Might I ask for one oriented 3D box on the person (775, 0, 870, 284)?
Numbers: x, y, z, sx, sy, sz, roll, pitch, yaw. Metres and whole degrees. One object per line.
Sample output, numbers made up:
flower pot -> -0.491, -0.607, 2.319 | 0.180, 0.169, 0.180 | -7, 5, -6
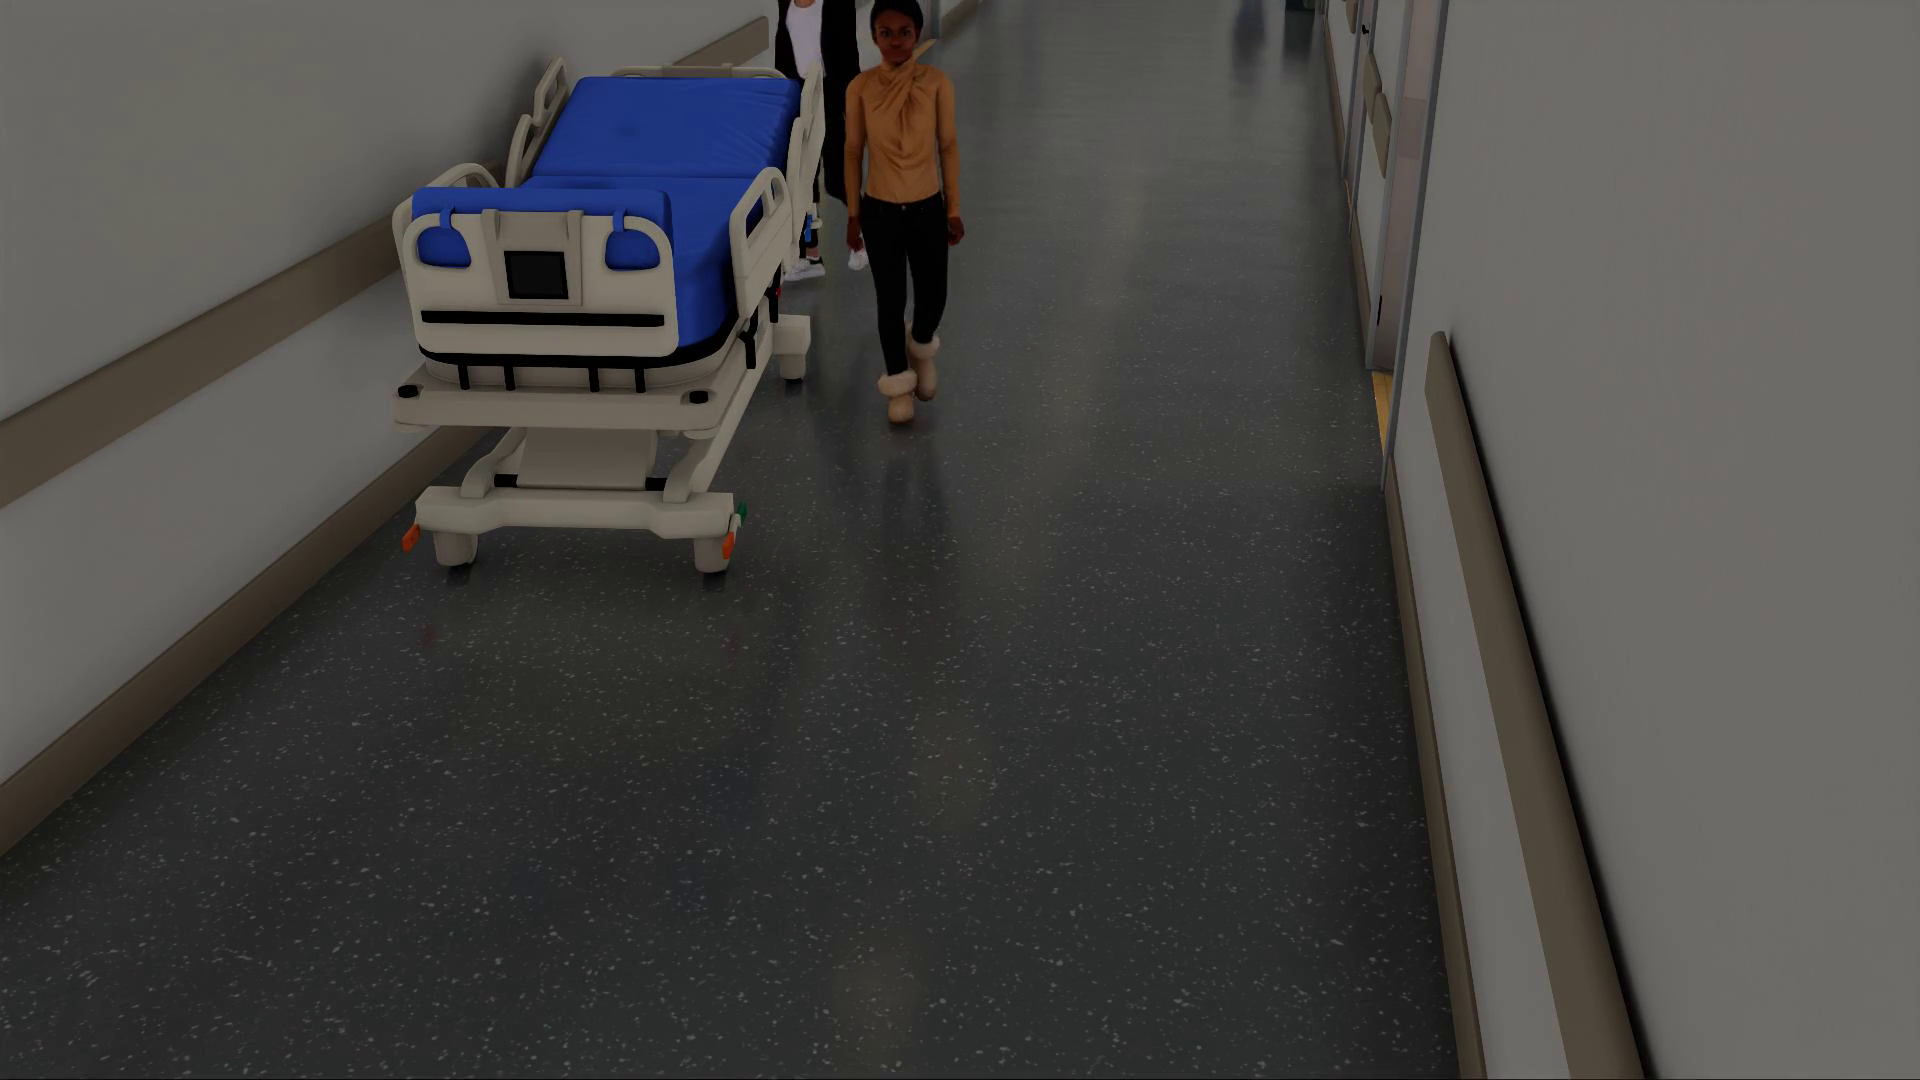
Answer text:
person -> -0.597, -2.058, 7.925 | 0.904, 1.775, 0.853 | -23, 34, -39

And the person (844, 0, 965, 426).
person -> -0.219, -1.291, 6.473 | 0.669, 1.656, 0.737 | -1, 26, -2
